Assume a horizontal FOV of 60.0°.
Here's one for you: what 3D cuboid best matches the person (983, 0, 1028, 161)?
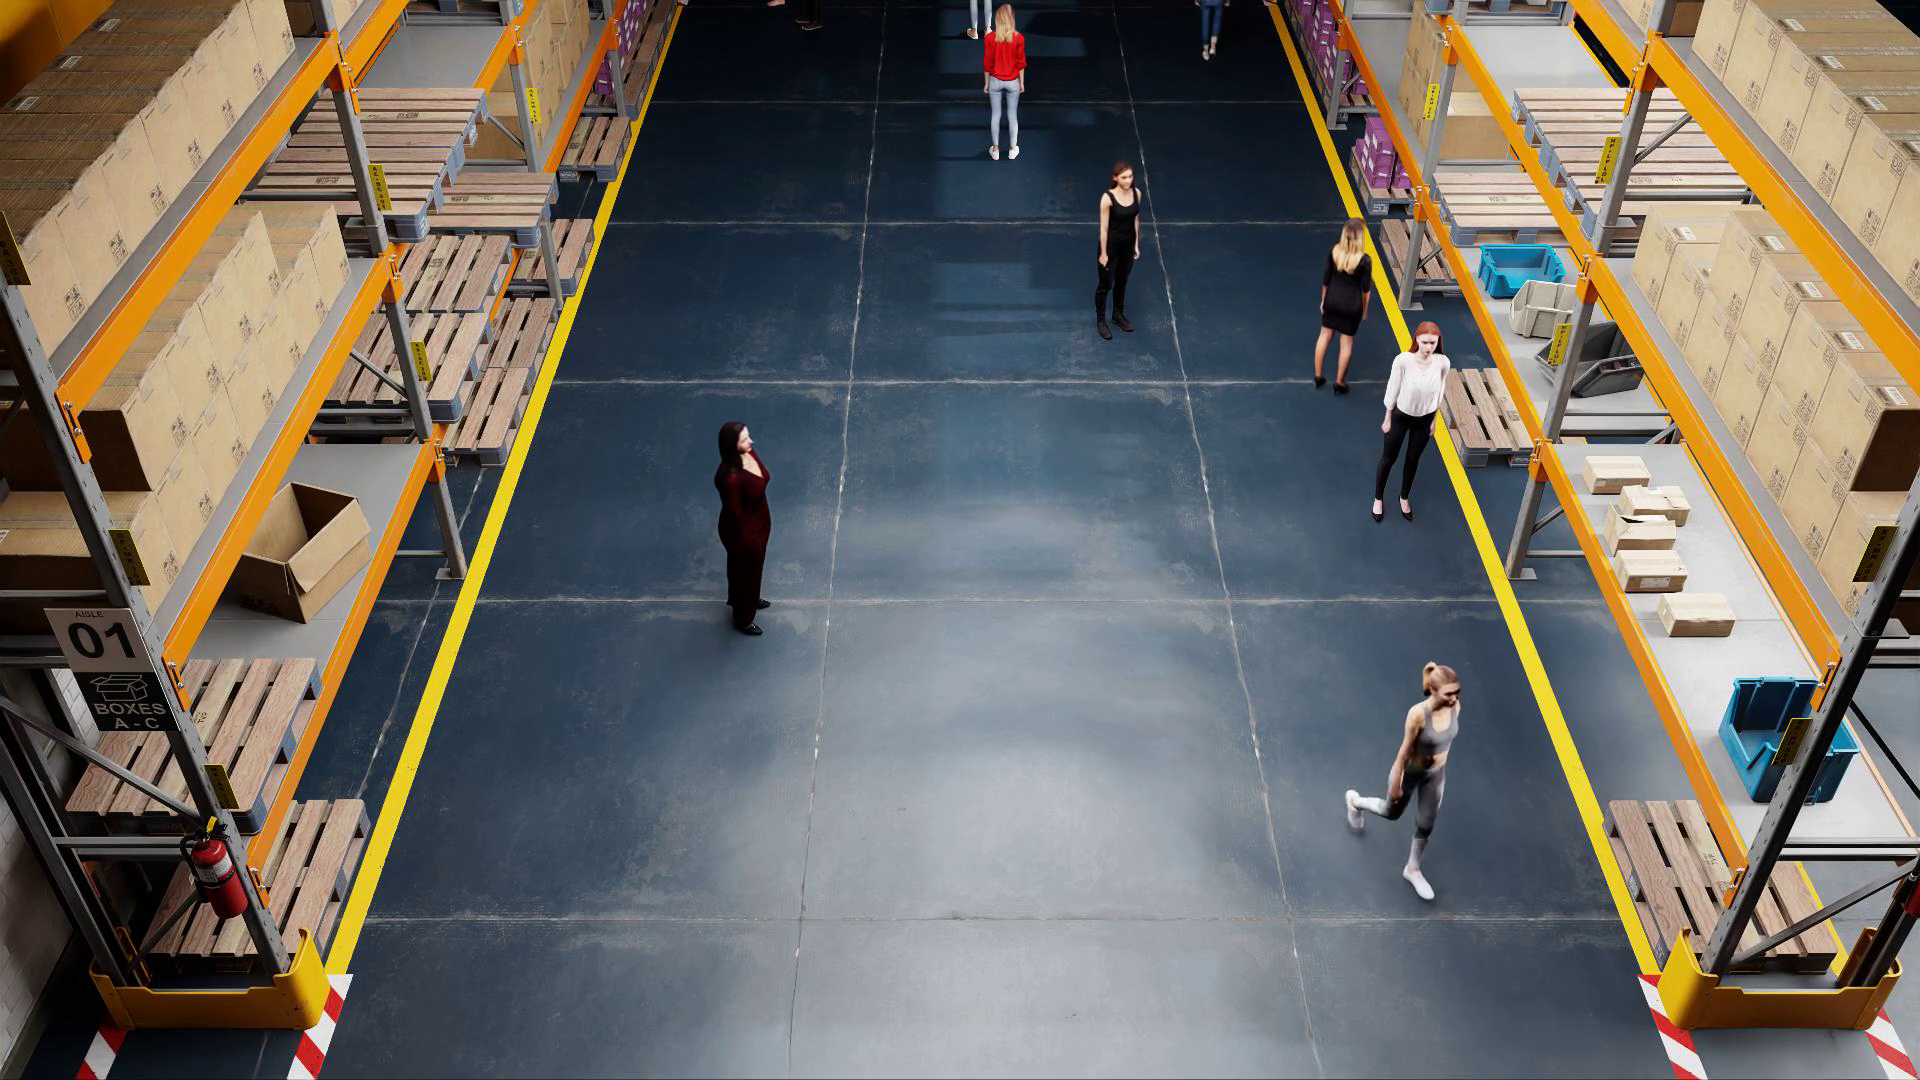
[{"bbox_3d":[0.473,-4.933,17.932,0.615,1.703,0.479,0,39,0],"label":"person"}]

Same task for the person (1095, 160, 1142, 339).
[{"bbox_3d":[1.427,-2.657,15.094,0.681,1.689,0.708,-21,43,-24],"label":"person"}]

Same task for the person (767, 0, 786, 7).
[{"bbox_3d":[-2.430,-7.823,21.549,0.689,1.706,0.521,-6,39,-8],"label":"person"}]

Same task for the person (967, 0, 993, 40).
[{"bbox_3d":[0.242,-7.118,20.594,0.630,1.796,0.570,-8,39,-10],"label":"person"}]

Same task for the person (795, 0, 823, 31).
[{"bbox_3d":[-1.906,-7.321,20.870,0.765,1.769,0.599,12,40,14],"label":"person"}]

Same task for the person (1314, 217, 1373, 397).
[{"bbox_3d":[3.284,-1.999,14.281,0.618,1.675,0.641,24,44,27],"label":"person"}]

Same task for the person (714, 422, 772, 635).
[{"bbox_3d":[-1.547,-0.108,11.846,0.739,1.758,0.561,4,39,5],"label":"person"}]

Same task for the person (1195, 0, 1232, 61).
[{"bbox_3d":[3.057,-6.511,20.094,0.590,1.471,0.548,3,39,3],"label":"person"}]

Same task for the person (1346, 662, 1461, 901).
[{"bbox_3d":[2.711,1.361,10.067,0.882,1.683,1.125,-17,42,-20],"label":"person"}]

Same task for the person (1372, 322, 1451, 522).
[{"bbox_3d":[3.481,-0.917,12.858,0.595,1.760,0.494,-1,39,-1],"label":"person"}]
